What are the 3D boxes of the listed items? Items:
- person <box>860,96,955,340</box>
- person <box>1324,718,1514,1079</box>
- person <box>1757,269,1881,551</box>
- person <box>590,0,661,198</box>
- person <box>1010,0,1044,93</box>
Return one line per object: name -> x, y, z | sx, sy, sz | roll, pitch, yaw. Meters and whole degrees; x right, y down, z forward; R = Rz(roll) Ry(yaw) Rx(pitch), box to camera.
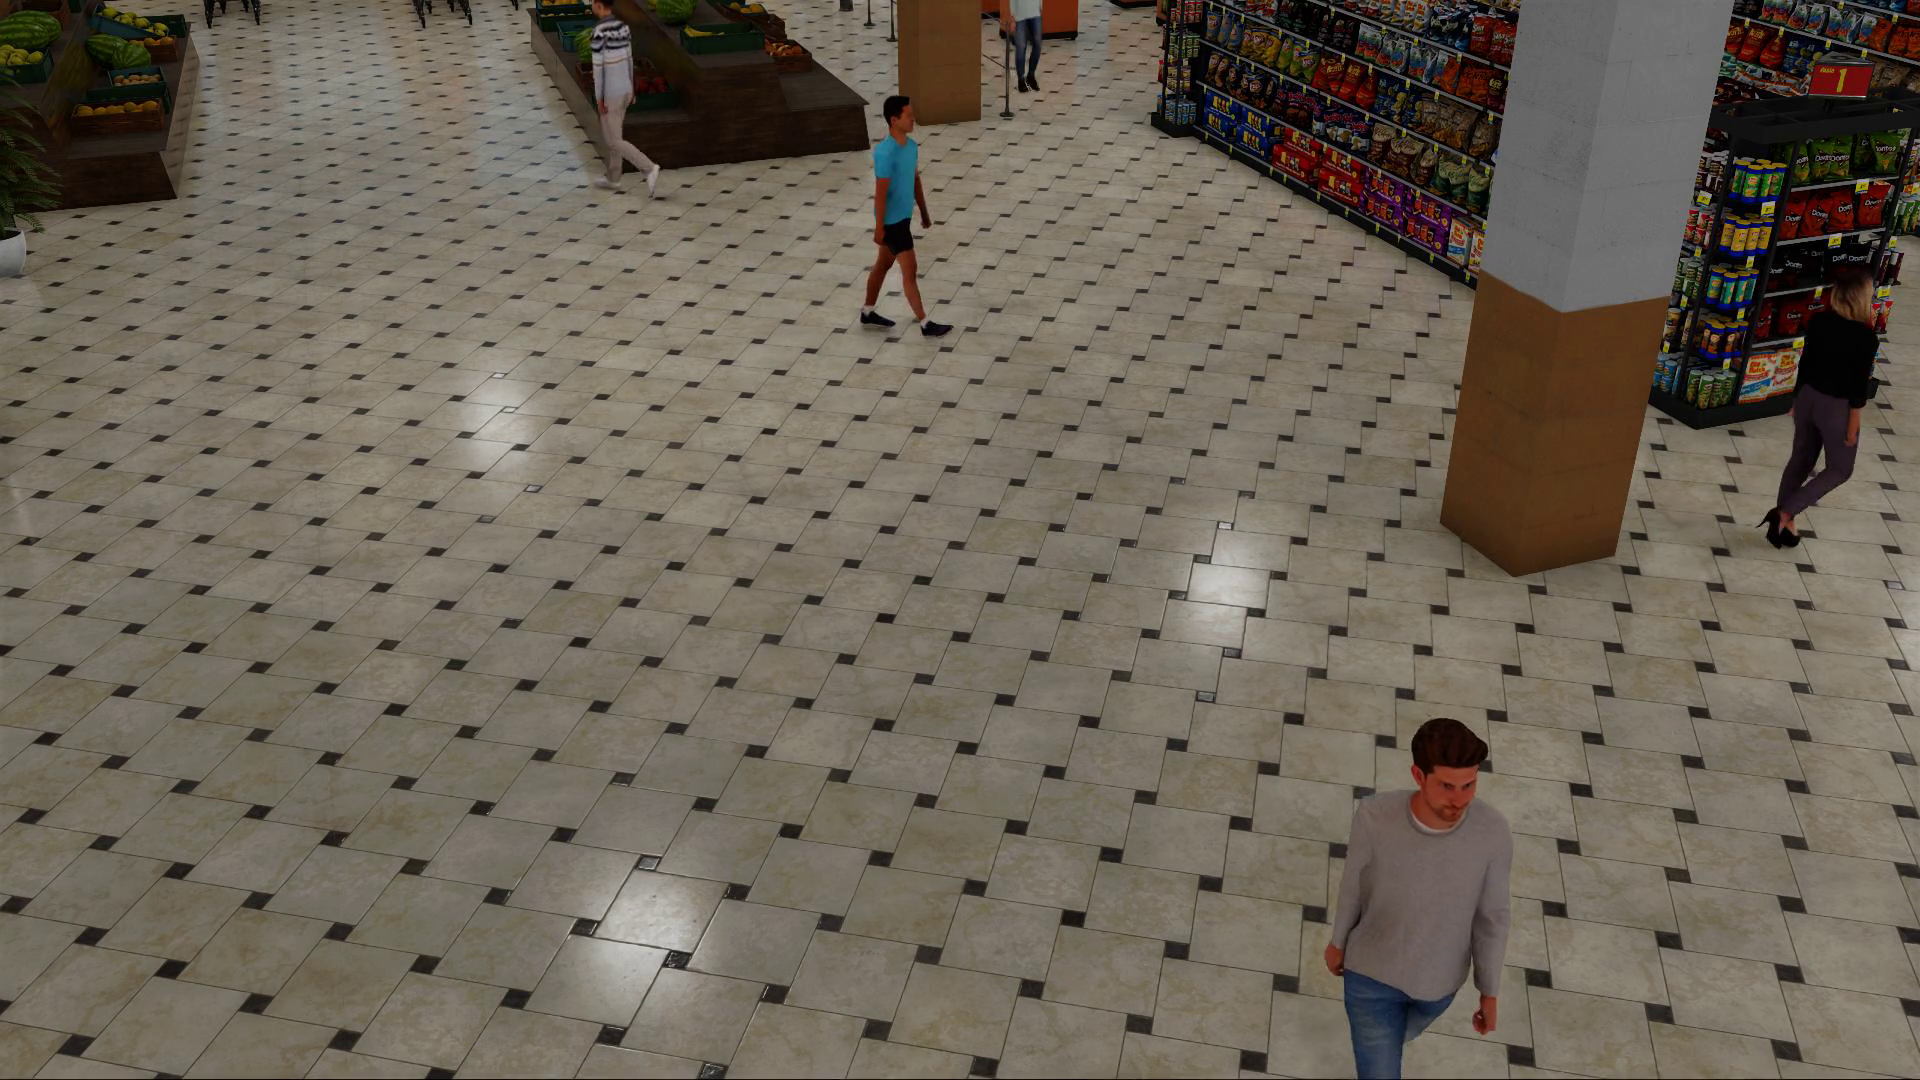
person -> -0.561, -2.311, 12.011 | 1.080, 1.740, 1.052 | 11, 30, 19
person -> 1.405, 1.298, 5.286 | 0.982, 1.850, 1.320 | 1, 29, 2
person -> 4.641, -0.646, 9.047 | 0.684, 1.658, 0.652 | -12, 31, -21
person -> -3.067, -4.044, 15.096 | 1.147, 1.825, 1.101 | 11, 31, 20
person -> 0.698, -5.853, 18.607 | 0.569, 1.635, 0.583 | -9, 30, -17
